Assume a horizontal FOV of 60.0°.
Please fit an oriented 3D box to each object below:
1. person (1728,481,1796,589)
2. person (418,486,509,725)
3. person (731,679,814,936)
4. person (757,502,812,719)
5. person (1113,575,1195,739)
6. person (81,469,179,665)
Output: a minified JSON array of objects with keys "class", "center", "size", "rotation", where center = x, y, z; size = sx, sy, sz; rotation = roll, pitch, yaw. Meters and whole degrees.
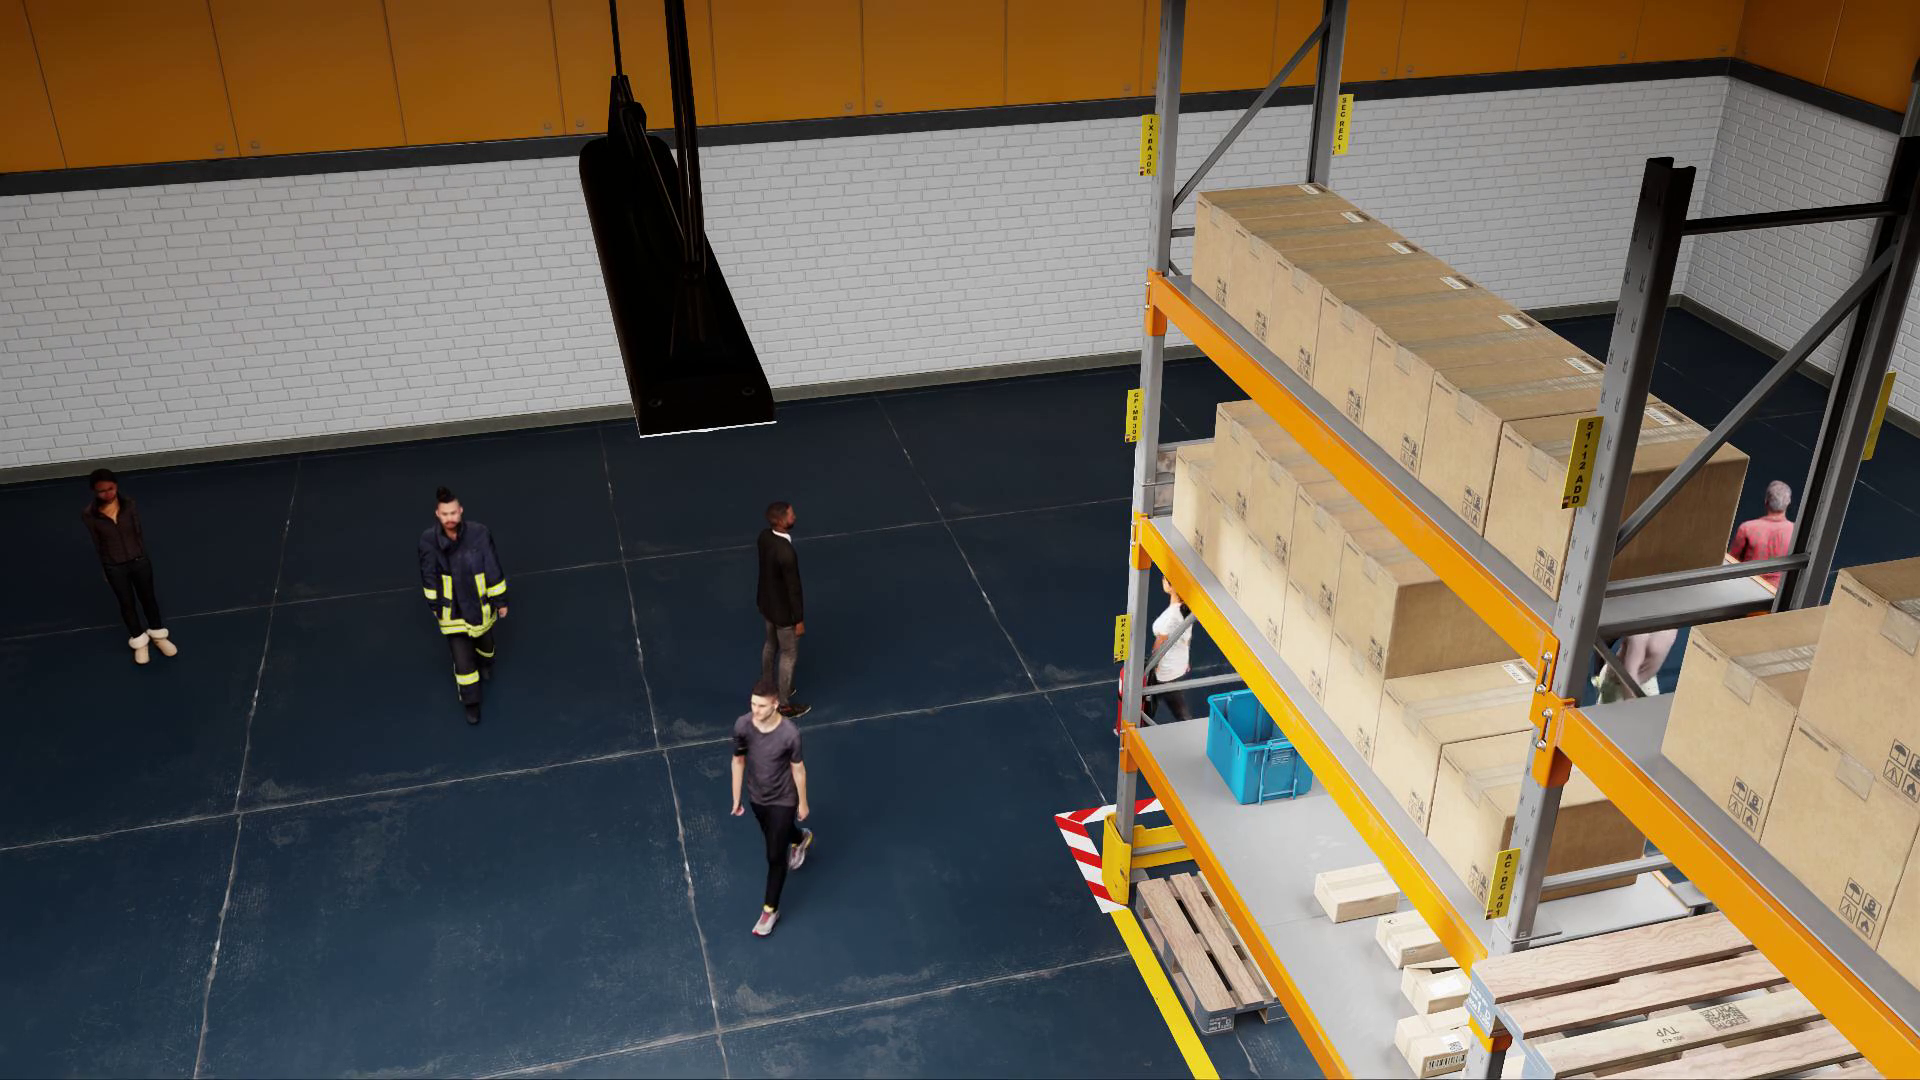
[{"class":"person","center":[6.078,0.472,12.694],"size":[1.105,1.779,1.302],"rotation":[9,30,15]},{"class":"person","center":[-3.791,0.401,12.772],"size":[0.808,1.830,1.143],"rotation":[-10,30,-17]},{"class":"person","center":[-1.155,1.605,10.667],"size":[1.067,1.731,1.221],"rotation":[12,31,20]},{"class":"person","center":[-1.363,0.524,12.583],"size":[0.761,1.795,0.576],"rotation":[-16,32,-26]},{"class":"person","center":[1.596,0.959,11.978],"size":[1.099,1.610,1.079],"rotation":[14,32,24]},{"class":"person","center":[-6.707,0.173,13.360],"size":[0.672,1.666,0.730],"rotation":[-17,33,-28]}]
